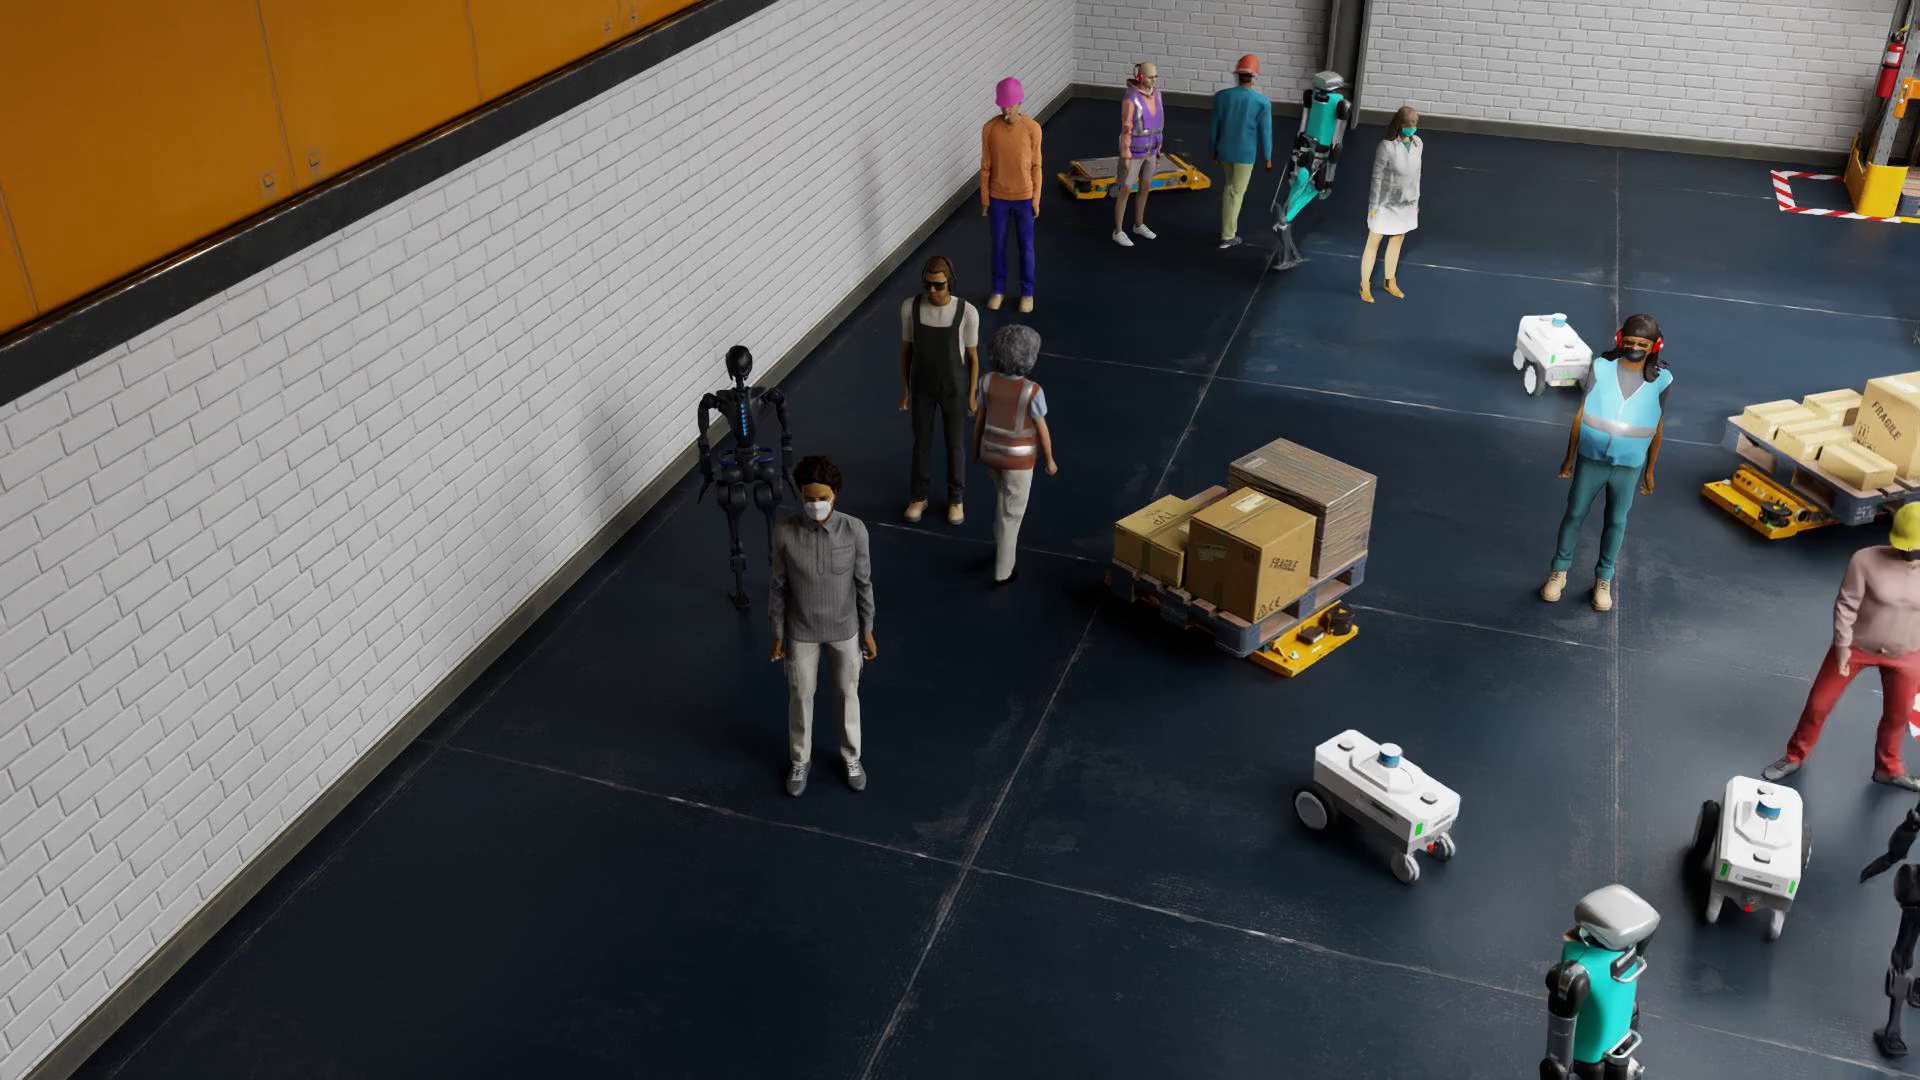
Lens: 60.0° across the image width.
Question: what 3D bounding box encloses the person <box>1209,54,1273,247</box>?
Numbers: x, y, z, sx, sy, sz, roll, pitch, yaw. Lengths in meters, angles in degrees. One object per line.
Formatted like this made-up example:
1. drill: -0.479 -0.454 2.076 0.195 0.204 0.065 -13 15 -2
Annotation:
1. person: 2.607 -3.579 15.265 0.583 1.730 0.596 23 37 33

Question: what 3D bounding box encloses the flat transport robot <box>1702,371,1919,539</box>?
1. flat transport robot: 5.825 -0.339 11.203 1.431 0.231 0.659 -10 32 -16

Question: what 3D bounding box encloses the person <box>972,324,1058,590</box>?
1. person: 0.342 -0.530 10.132 0.491 1.666 0.593 19 35 29

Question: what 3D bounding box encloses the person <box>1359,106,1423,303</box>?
1. person: 3.668 -2.831 14.066 0.481 1.661 0.338 -11 32 -18

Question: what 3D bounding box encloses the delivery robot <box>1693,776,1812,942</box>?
1. delivery robot: 3.769 1.459 7.880 0.499 0.614 0.802 13 33 21

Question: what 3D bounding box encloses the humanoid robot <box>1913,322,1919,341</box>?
1. humanoid robot: 7.985 -2.316 13.147 0.541 1.800 0.694 26 39 37

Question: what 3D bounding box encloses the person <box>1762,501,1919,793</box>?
1. person: 4.647 0.566 8.236 0.783 1.728 0.348 7 31 12

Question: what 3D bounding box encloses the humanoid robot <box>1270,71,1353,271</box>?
1. humanoid robot: 2.946 -3.152 14.561 0.781 1.793 0.538 -18 35 -27

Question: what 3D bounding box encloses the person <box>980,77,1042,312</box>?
1. person: 0.419 -2.863 13.819 0.516 1.974 0.397 5 31 8

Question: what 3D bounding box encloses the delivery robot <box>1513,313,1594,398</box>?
1. delivery robot: 4.566 -1.456 12.811 0.499 0.586 0.765 -2 31 -3

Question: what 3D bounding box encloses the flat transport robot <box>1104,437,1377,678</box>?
1. flat transport robot: 1.623 0.348 10.033 0.659 0.231 1.431 -26 39 -37

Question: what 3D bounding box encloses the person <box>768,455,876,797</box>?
1. person: -0.686 0.425 8.294 0.532 1.900 0.393 -3 31 -4

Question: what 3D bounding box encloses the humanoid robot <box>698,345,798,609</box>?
1. humanoid robot: -1.265 -0.373 9.857 0.599 1.657 0.315 -5 31 -8

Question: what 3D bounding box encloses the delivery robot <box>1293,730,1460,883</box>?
1. delivery robot: 2.073 1.262 8.197 0.499 0.595 0.792 -21 36 -32

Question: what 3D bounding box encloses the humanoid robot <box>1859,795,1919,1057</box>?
1. humanoid robot: 4.117 1.389 6.911 0.609 1.652 0.621 10 32 16

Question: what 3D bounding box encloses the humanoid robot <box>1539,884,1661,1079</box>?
1. humanoid robot: 2.377 2.088 5.688 0.537 1.782 1.044 -24 38 -35

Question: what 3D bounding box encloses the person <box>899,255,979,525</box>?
1. person: -0.134 -0.958 10.701 0.505 1.846 0.351 6 31 10

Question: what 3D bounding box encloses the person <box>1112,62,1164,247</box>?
1. person: 1.653 -3.550 15.270 0.485 1.685 0.349 -22 37 -33

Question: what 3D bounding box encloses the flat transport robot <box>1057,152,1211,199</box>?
1. flat transport robot: 1.764 -3.708 16.933 1.431 0.231 0.659 -8 31 -14

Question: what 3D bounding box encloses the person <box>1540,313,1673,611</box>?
1. person: 3.844 -0.460 9.832 0.530 1.866 0.390 12 33 19
